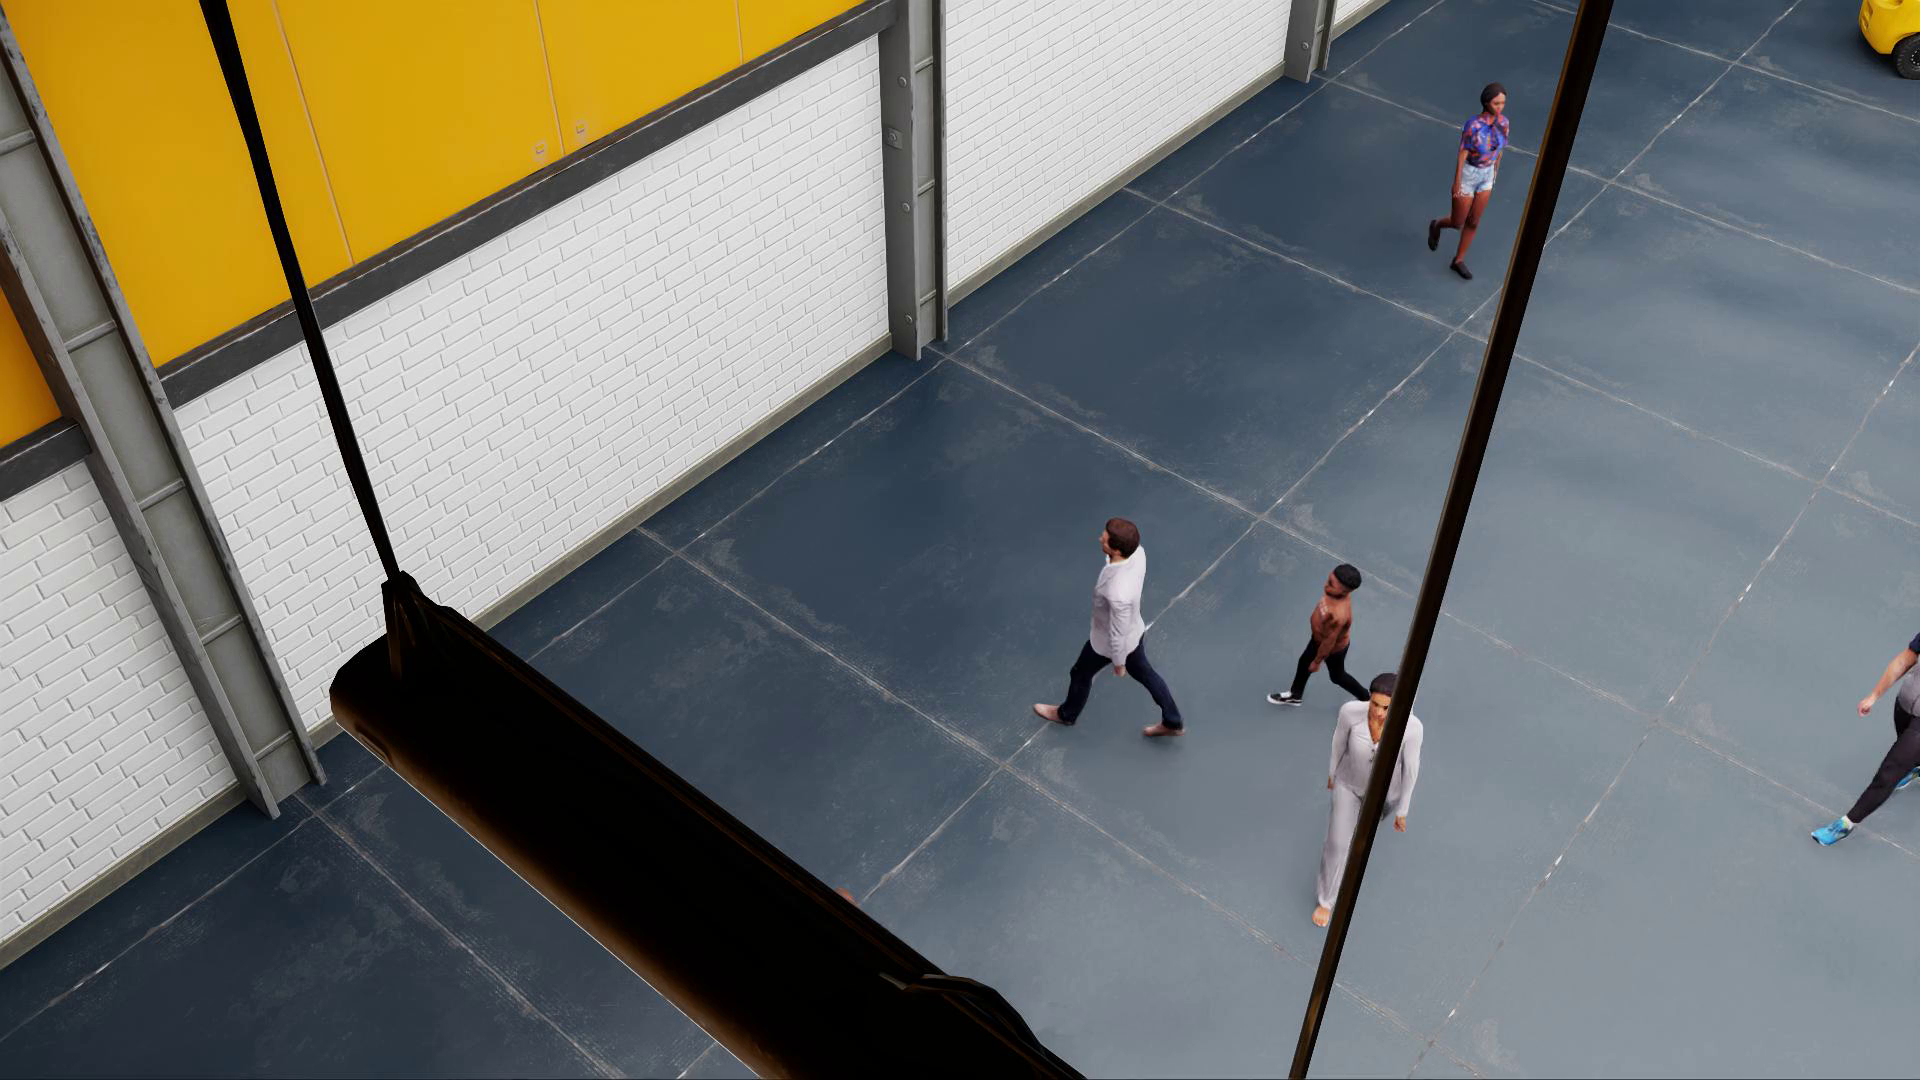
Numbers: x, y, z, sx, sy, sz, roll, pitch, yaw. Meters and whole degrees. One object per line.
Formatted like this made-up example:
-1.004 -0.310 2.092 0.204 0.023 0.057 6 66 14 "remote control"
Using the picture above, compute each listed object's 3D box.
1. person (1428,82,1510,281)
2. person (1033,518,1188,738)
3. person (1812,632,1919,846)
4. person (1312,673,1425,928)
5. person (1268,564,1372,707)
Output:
4.245 -3.035 13.905 0.871 1.732 0.875 -14 45 -14 "person"
1.039 0.580 10.049 0.984 1.817 1.234 16 46 16 "person"
5.653 0.999 9.639 1.348 1.777 1.110 -15 46 -15 "person"
2.325 1.312 9.364 0.927 1.703 1.214 14 45 14 "person"
2.383 0.652 10.396 0.910 1.234 0.915 1 44 2 "person"
